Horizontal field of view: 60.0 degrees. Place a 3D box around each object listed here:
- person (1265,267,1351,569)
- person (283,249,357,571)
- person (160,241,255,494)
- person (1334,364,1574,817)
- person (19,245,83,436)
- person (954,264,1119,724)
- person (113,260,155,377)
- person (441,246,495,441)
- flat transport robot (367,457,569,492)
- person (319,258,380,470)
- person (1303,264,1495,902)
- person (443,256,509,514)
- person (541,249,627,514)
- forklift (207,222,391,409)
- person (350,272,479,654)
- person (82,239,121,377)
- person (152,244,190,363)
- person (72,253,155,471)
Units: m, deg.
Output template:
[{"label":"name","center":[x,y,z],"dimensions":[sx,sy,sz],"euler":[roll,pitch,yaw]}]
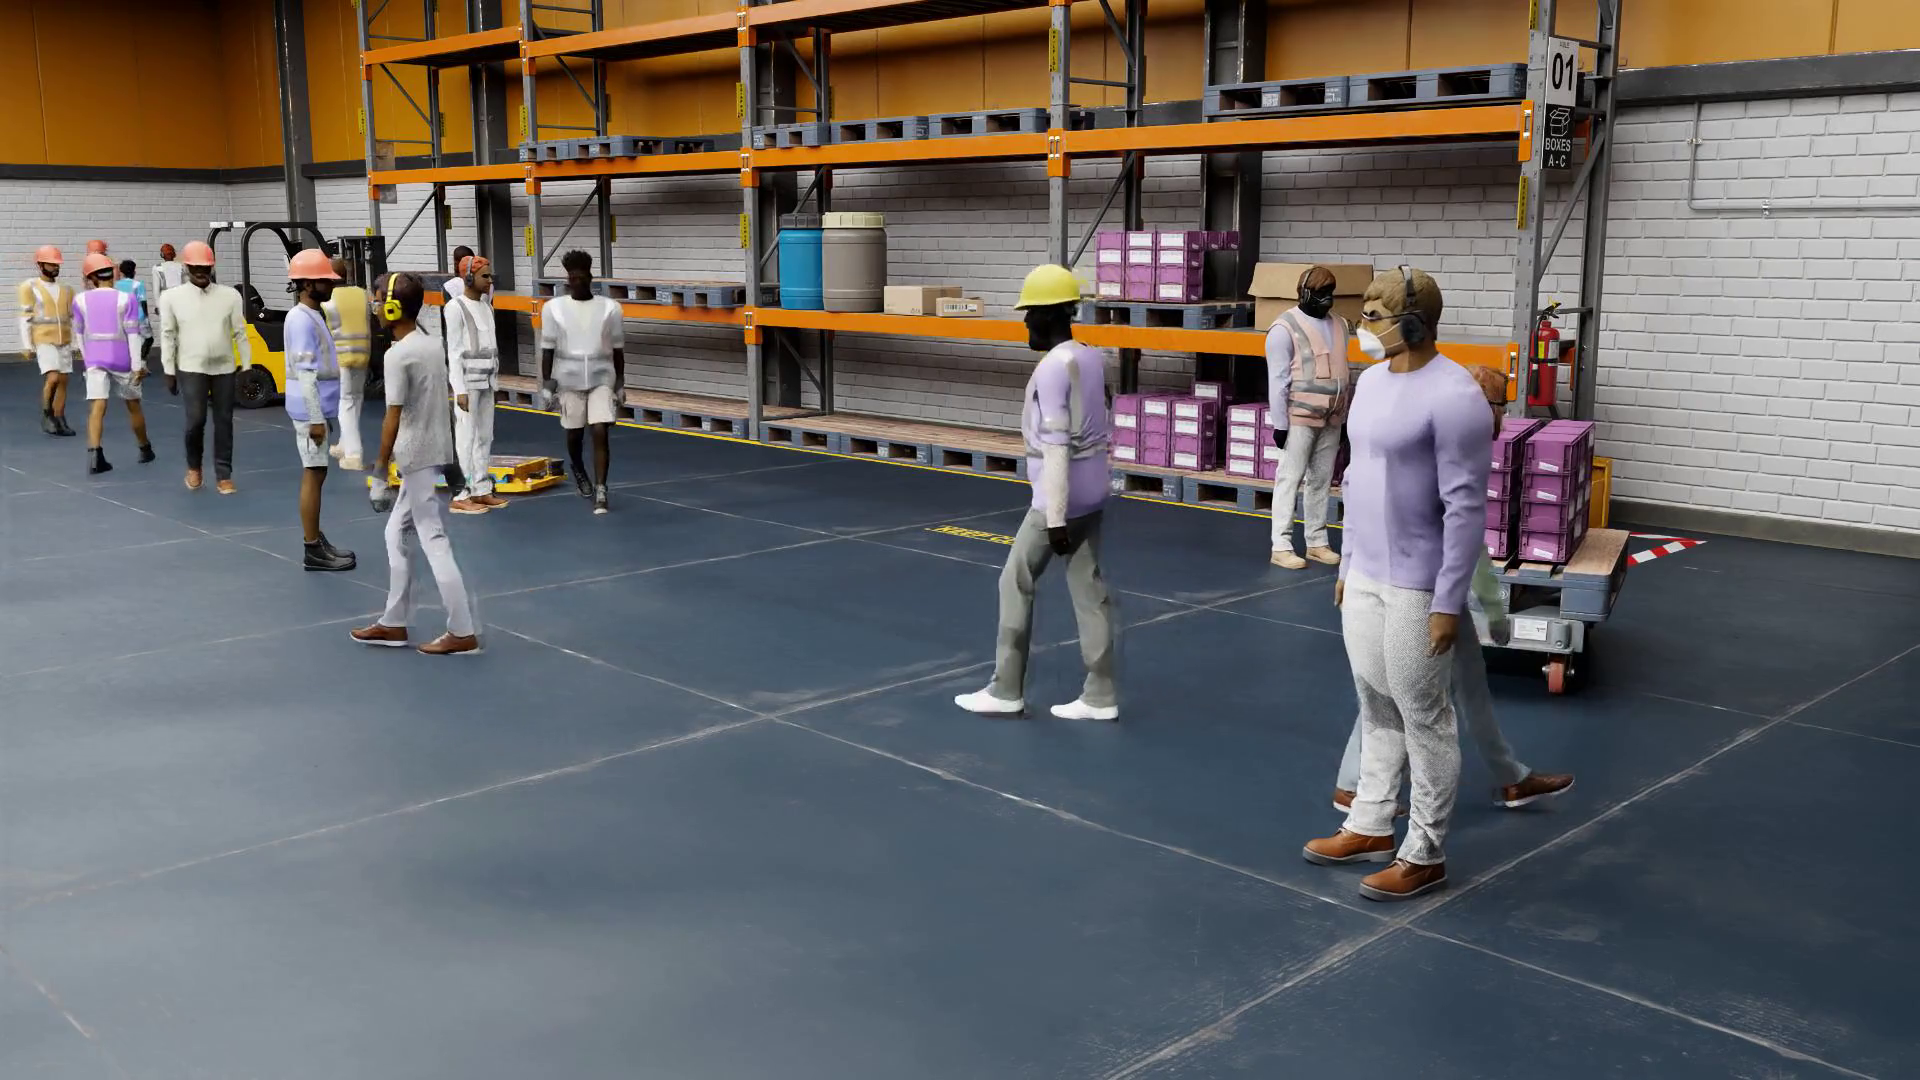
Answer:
[{"label":"person","center":[2.142,-0.739,10.159],"dimensions":[0.619,1.836,0.430],"euler":[-7,13,-34]},{"label":"person","center":[-3.890,-0.783,10.092],"dimensions":[0.365,1.939,0.542],"euler":[-3,11,-17]},{"label":"person","center":[-5.856,-1.330,12.975],"dimensions":[0.631,1.980,0.433],"euler":[-8,13,-36]},{"label":"person","center":[1.716,0.194,5.715],"dimensions":[0.848,1.582,0.541],"euler":[3,11,14]},{"label":"person","center":[-9.085,-1.986,16.689],"dimensions":[0.403,1.923,0.576],"euler":[6,12,28]},{"label":"person","center":[0.329,-0.184,6.932],"dimensions":[0.822,1.895,0.591],"euler":[5,12,27]},{"label":"person","center":[-11.729,-3.132,23.620],"dimensions":[0.568,1.667,0.370],"euler":[2,11,12]},{"label":"person","center":[-4.786,-1.902,16.249],"dimensions":[0.380,1.918,0.596],"euler":[6,12,31]},{"label":"flat transport robot","center":[-3.946,-0.547,13.355],"dimensions":[1.431,0.197,0.652],"euler":[2,11,13]},{"label":"person","center":[-5.461,-1.531,14.486],"dimensions":[0.759,1.817,0.658],"euler":[7,13,34]},{"label":"person","center":[1.352,0.134,5.101],"dimensions":[0.375,1.936,0.627],"euler":[-3,11,-17]},{"label":"person","center":[-3.549,-1.130,12.174],"dimensions":[0.340,1.876,0.574],"euler":[3,11,14]},{"label":"person","center":[-2.794,-1.192,12.376],"dimensions":[0.612,1.934,0.878],"euler":[-2,11,-13]},{"label":"forklift","center":[-8.169,-2.758,20.163],"dimensions":[2.313,2.155,1.214],"euler":[-10,14,-44]},{"label":"person","center":[-2.710,-0.347,7.959],"dimensions":[0.809,1.842,0.567],"euler":[1,10,3]},{"label":"person","center":[-12.287,-3.296,23.752],"dimensions":[0.606,1.957,0.735],"euler":[1,10,5]},{"label":"person","center":[-12.528,-3.764,26.487],"dimensions":[0.573,1.887,0.355],"euler":[-8,13,-37]},{"label":"person","center":[-7.396,-1.543,14.464],"dimensions":[0.542,1.874,0.988],"euler":[-2,11,-12]}]
